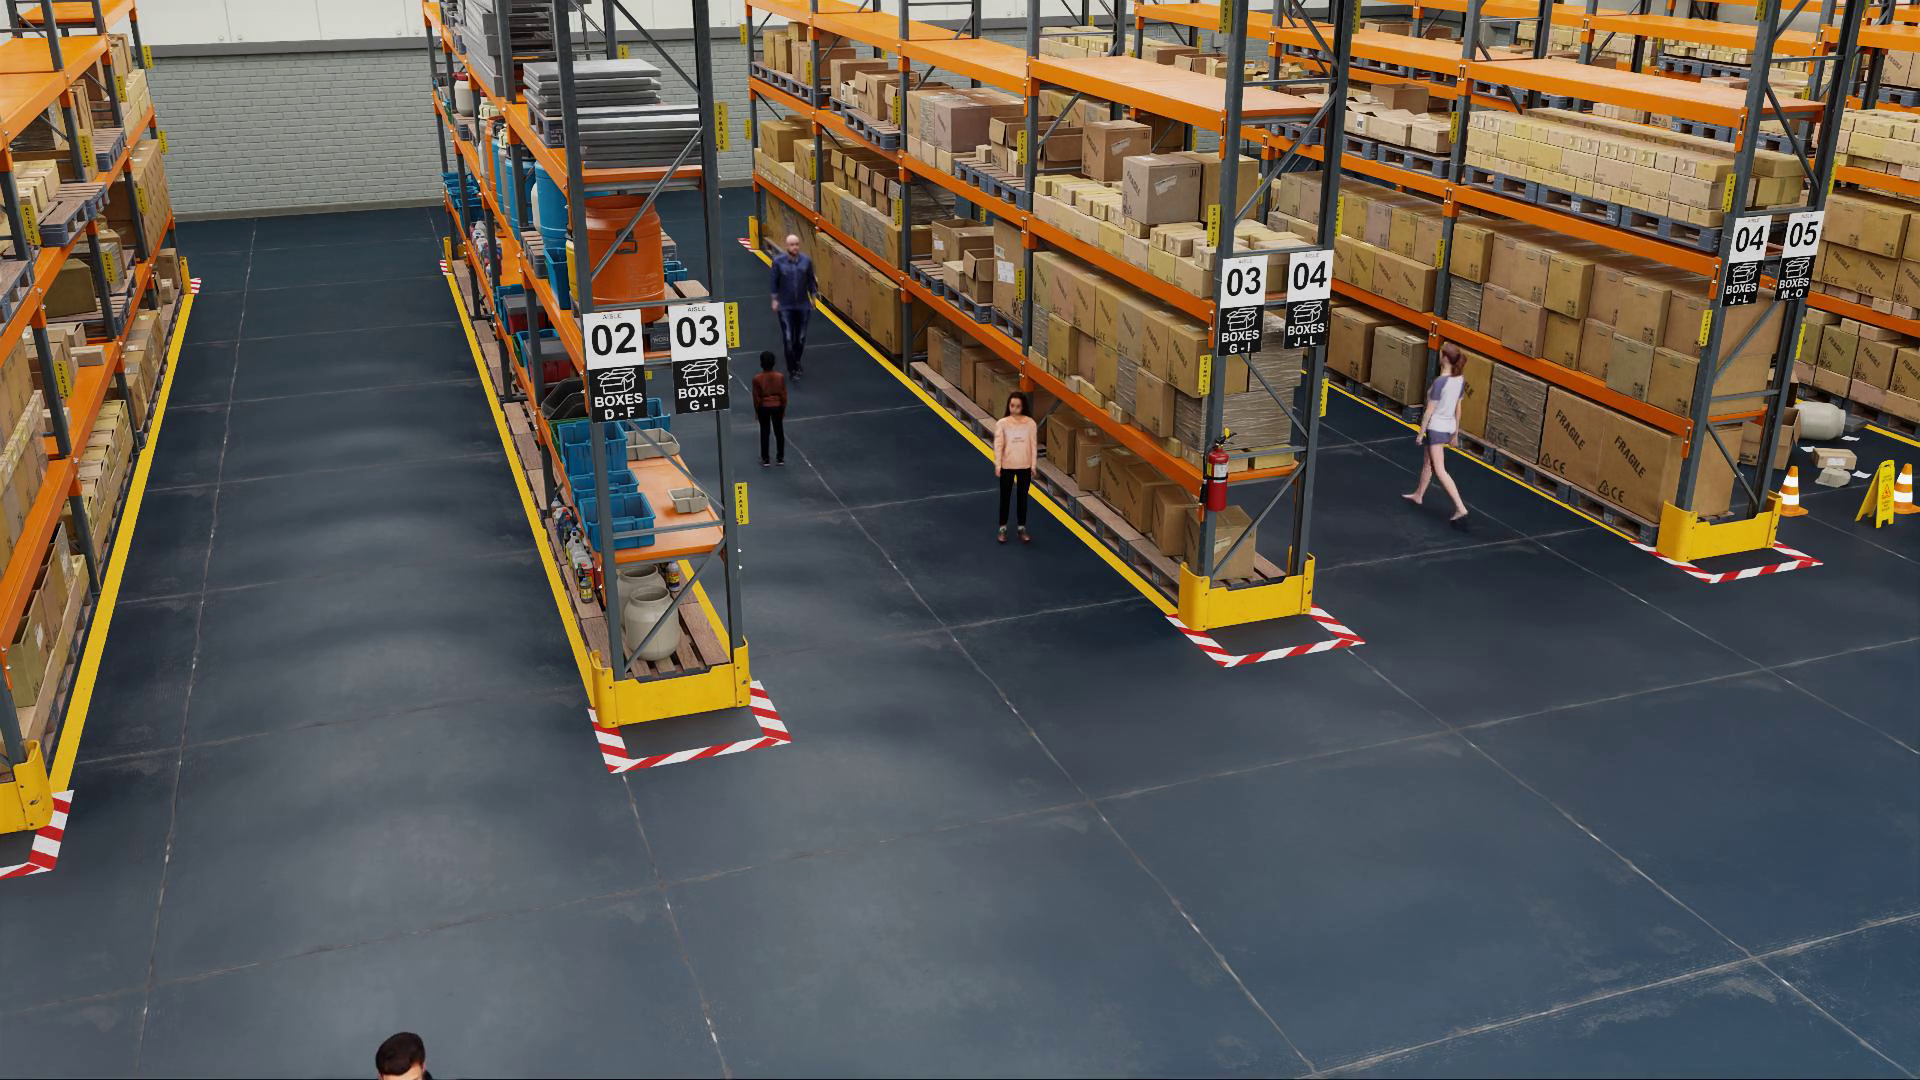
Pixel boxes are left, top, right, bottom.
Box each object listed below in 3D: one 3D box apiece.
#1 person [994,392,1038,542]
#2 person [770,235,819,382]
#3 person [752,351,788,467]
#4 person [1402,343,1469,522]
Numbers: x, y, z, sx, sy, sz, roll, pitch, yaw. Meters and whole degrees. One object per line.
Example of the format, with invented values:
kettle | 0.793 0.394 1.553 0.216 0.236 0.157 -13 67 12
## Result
person | 0.530 -0.705 15.817 0.617 1.479 0.590 -2 22 -4
person | -2.098 -2.924 20.827 0.735 1.794 1.033 -7 23 -17
person | -2.040 -1.416 17.855 0.519 1.253 0.470 -7 23 -16
person | 4.763 -1.025 16.271 0.787 1.728 1.175 -15 27 -33
